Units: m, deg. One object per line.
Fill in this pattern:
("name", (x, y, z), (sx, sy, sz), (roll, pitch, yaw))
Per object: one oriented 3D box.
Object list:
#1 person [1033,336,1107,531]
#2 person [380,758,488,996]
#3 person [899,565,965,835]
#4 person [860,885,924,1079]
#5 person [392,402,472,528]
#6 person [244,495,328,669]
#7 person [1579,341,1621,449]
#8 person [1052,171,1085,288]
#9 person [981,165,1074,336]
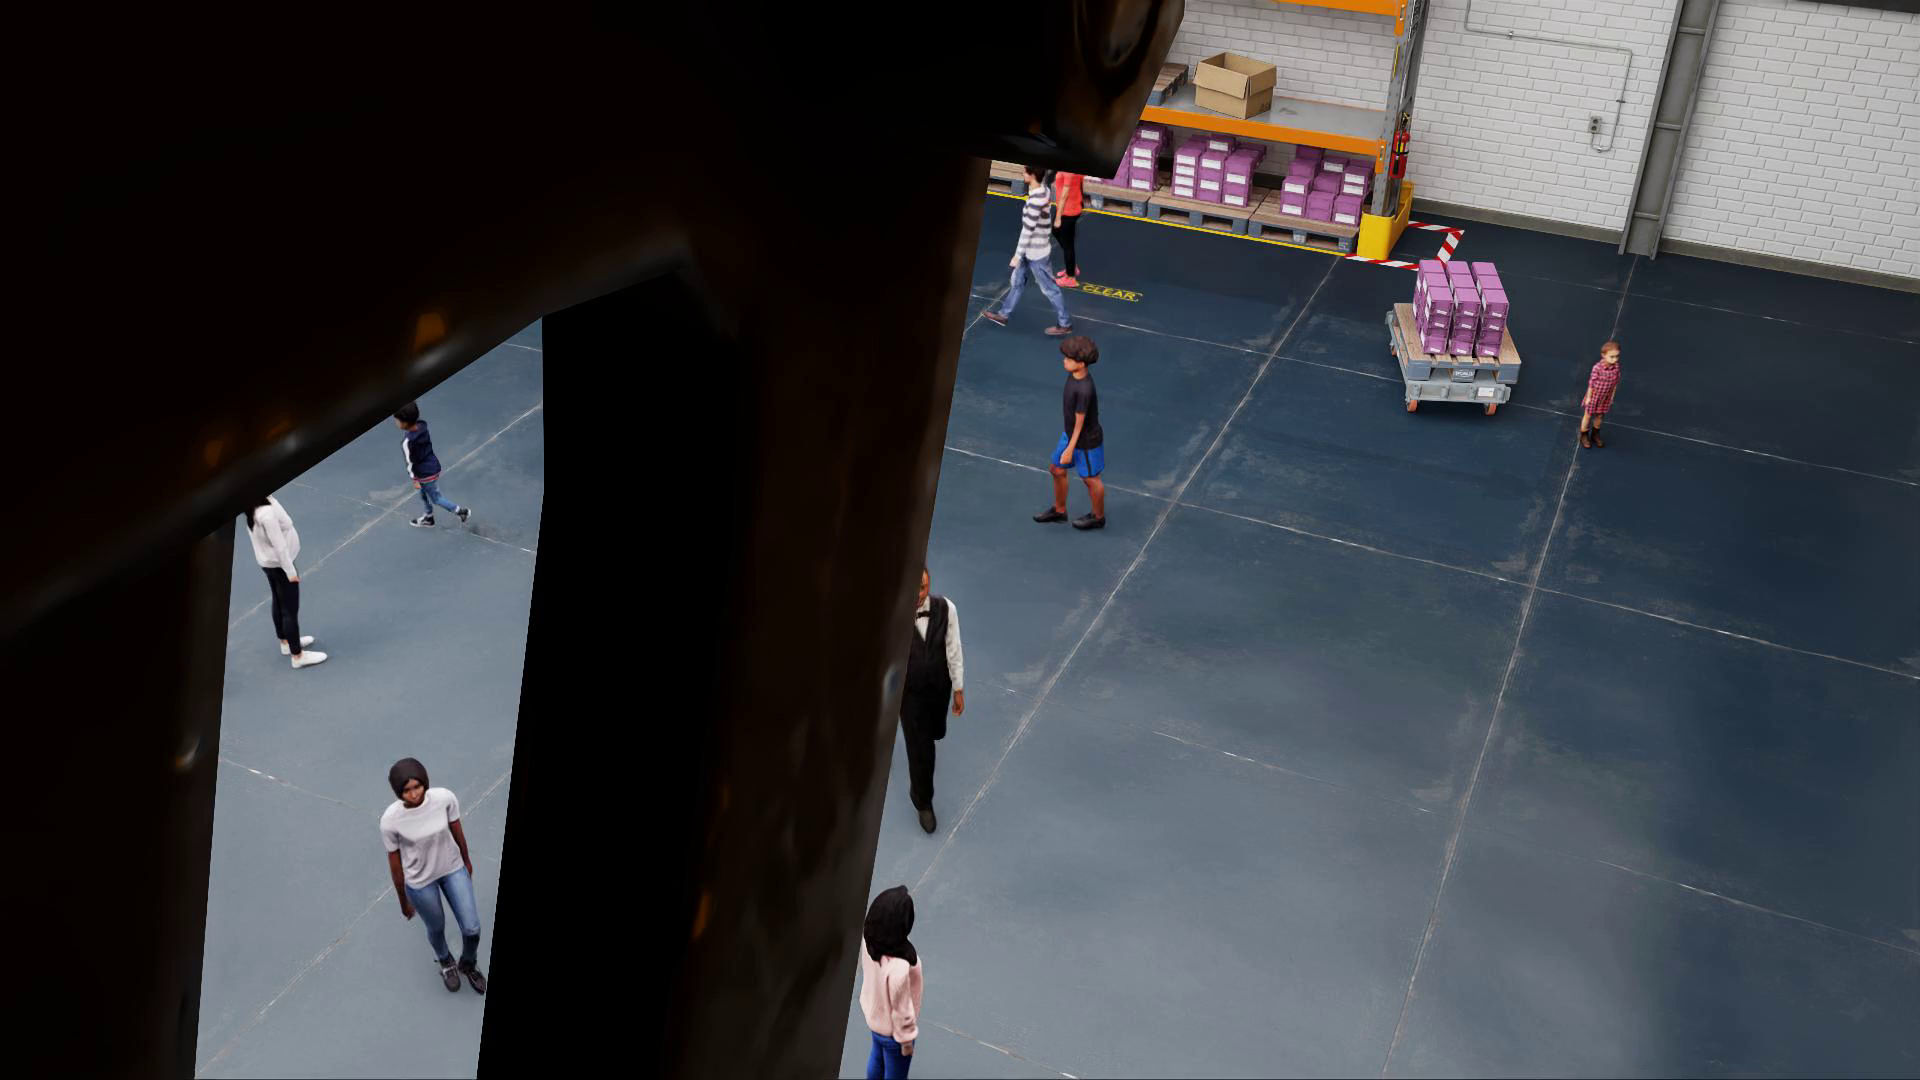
("person", (1.073, -0.846, 13.441), (0.973, 1.769, 0.882), (-6, 34, -9))
("person", (-2.998, 1.866, 9.417), (0.739, 1.707, 0.792), (-19, 38, -26))
("person", (-0.254, 0.886, 10.722), (1.197, 1.894, 1.216), (-9, 35, -13))
("person", (-0.366, 2.439, 8.502), (0.774, 1.766, 0.713), (-11, 35, -17))
("person", (-4.309, -0.587, 13.574), (0.855, 1.191, 0.674), (3, 34, 5))
("person", (-4.944, 0.148, 12.008), (0.757, 1.700, 0.631), (-24, 41, -32))
("person", (5.705, -1.311, 14.816), (0.475, 1.021, 0.551), (-2, 34, -3))
("person", (1.223, -3.438, 17.414), (0.644, 1.687, 0.673), (7, 34, 11))
("person", (0.846, -2.834, 16.405), (1.265, 1.799, 0.946), (3, 34, 4))
